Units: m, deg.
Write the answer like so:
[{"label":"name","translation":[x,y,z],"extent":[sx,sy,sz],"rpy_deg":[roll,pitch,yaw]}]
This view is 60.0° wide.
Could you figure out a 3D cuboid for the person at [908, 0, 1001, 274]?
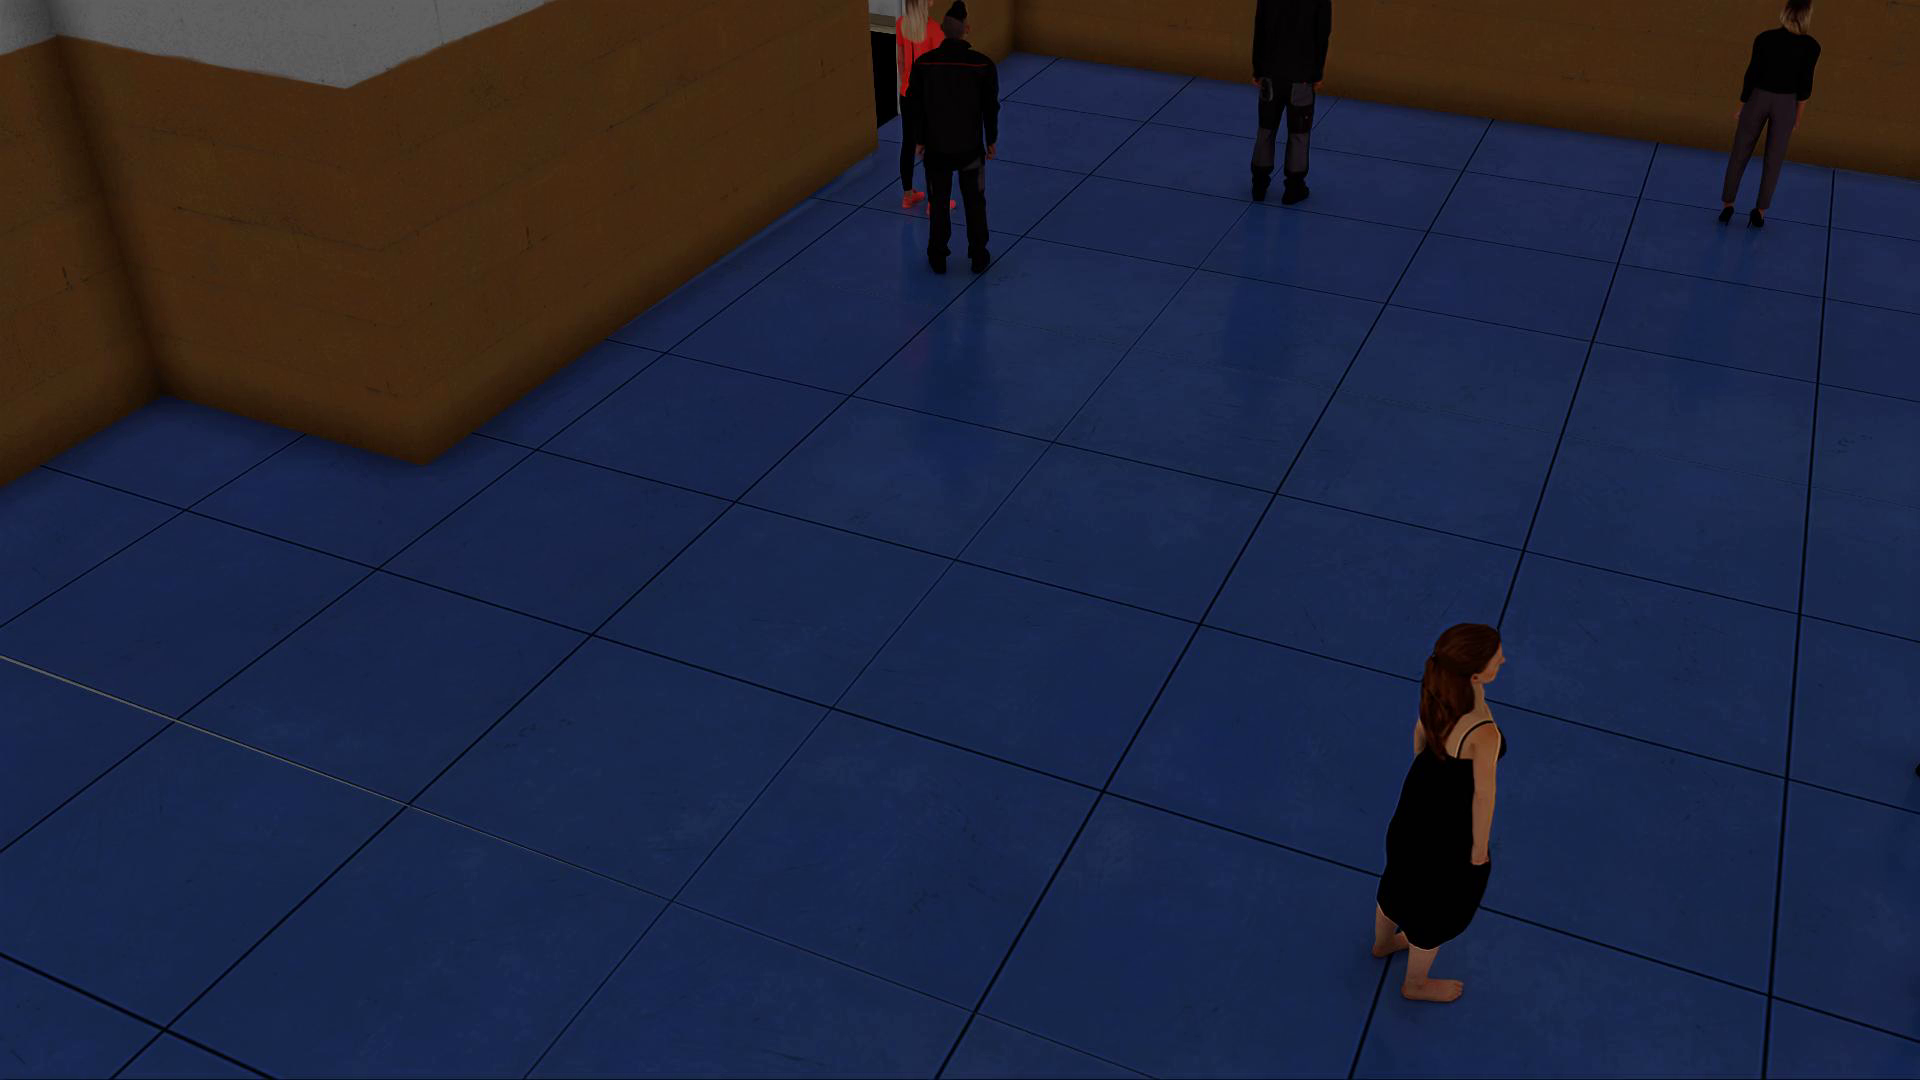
[{"label":"person","translation":[-0.030,-2.696,11.145],"extent":[0.702,1.861,0.900],"rpy_deg":[2,34,3]}]

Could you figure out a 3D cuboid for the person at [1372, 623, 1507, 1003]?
[{"label":"person","translation":[1.701,0.956,5.891],"extent":[0.742,1.625,0.688],"rpy_deg":[-10,35,-14]}]

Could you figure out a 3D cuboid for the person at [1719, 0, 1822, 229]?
[{"label":"person","translation":[5.765,-3.042,11.859],"extent":[0.481,1.671,0.669],"rpy_deg":[17,37,24]}]

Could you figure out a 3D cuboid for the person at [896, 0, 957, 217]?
[{"label":"person","translation":[-0.274,-3.221,12.107],"extent":[0.536,1.694,0.698],"rpy_deg":[23,40,31]}]

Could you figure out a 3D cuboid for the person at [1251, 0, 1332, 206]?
[{"label":"person","translation":[2.408,-3.438,12.205],"extent":[0.505,1.945,0.746],"rpy_deg":[14,36,20]}]
